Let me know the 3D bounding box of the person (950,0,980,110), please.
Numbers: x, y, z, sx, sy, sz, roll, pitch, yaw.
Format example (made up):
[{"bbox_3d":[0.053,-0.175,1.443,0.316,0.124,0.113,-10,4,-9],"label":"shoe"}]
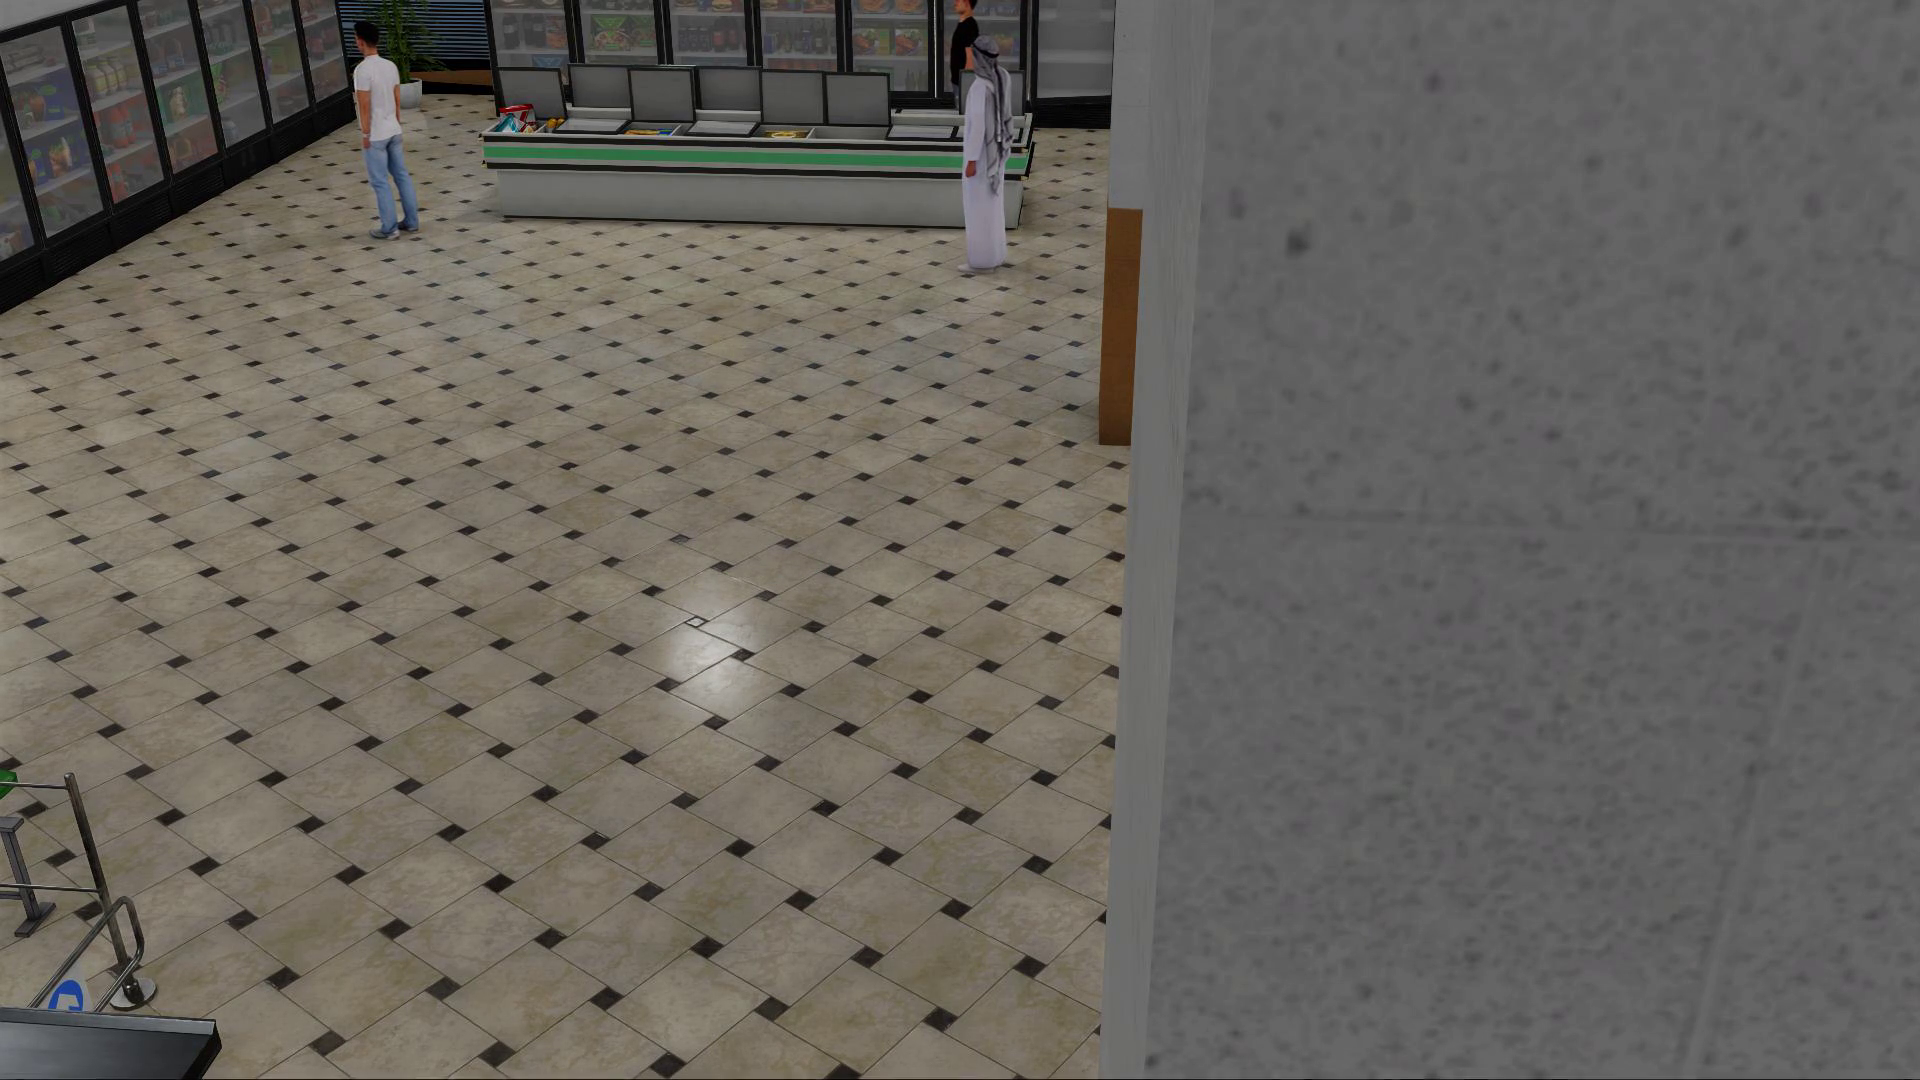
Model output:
[{"bbox_3d":[0.067,-4.545,16.481,0.629,1.846,0.704,-3,27,-6],"label":"person"}]

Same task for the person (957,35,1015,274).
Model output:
[{"bbox_3d":[0.210,-3.164,13.668,0.755,1.927,0.764,11,29,21],"label":"person"}]

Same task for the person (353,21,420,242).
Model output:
[{"bbox_3d":[-5.055,-3.571,14.545,0.683,1.860,0.732,10,29,20],"label":"person"}]
